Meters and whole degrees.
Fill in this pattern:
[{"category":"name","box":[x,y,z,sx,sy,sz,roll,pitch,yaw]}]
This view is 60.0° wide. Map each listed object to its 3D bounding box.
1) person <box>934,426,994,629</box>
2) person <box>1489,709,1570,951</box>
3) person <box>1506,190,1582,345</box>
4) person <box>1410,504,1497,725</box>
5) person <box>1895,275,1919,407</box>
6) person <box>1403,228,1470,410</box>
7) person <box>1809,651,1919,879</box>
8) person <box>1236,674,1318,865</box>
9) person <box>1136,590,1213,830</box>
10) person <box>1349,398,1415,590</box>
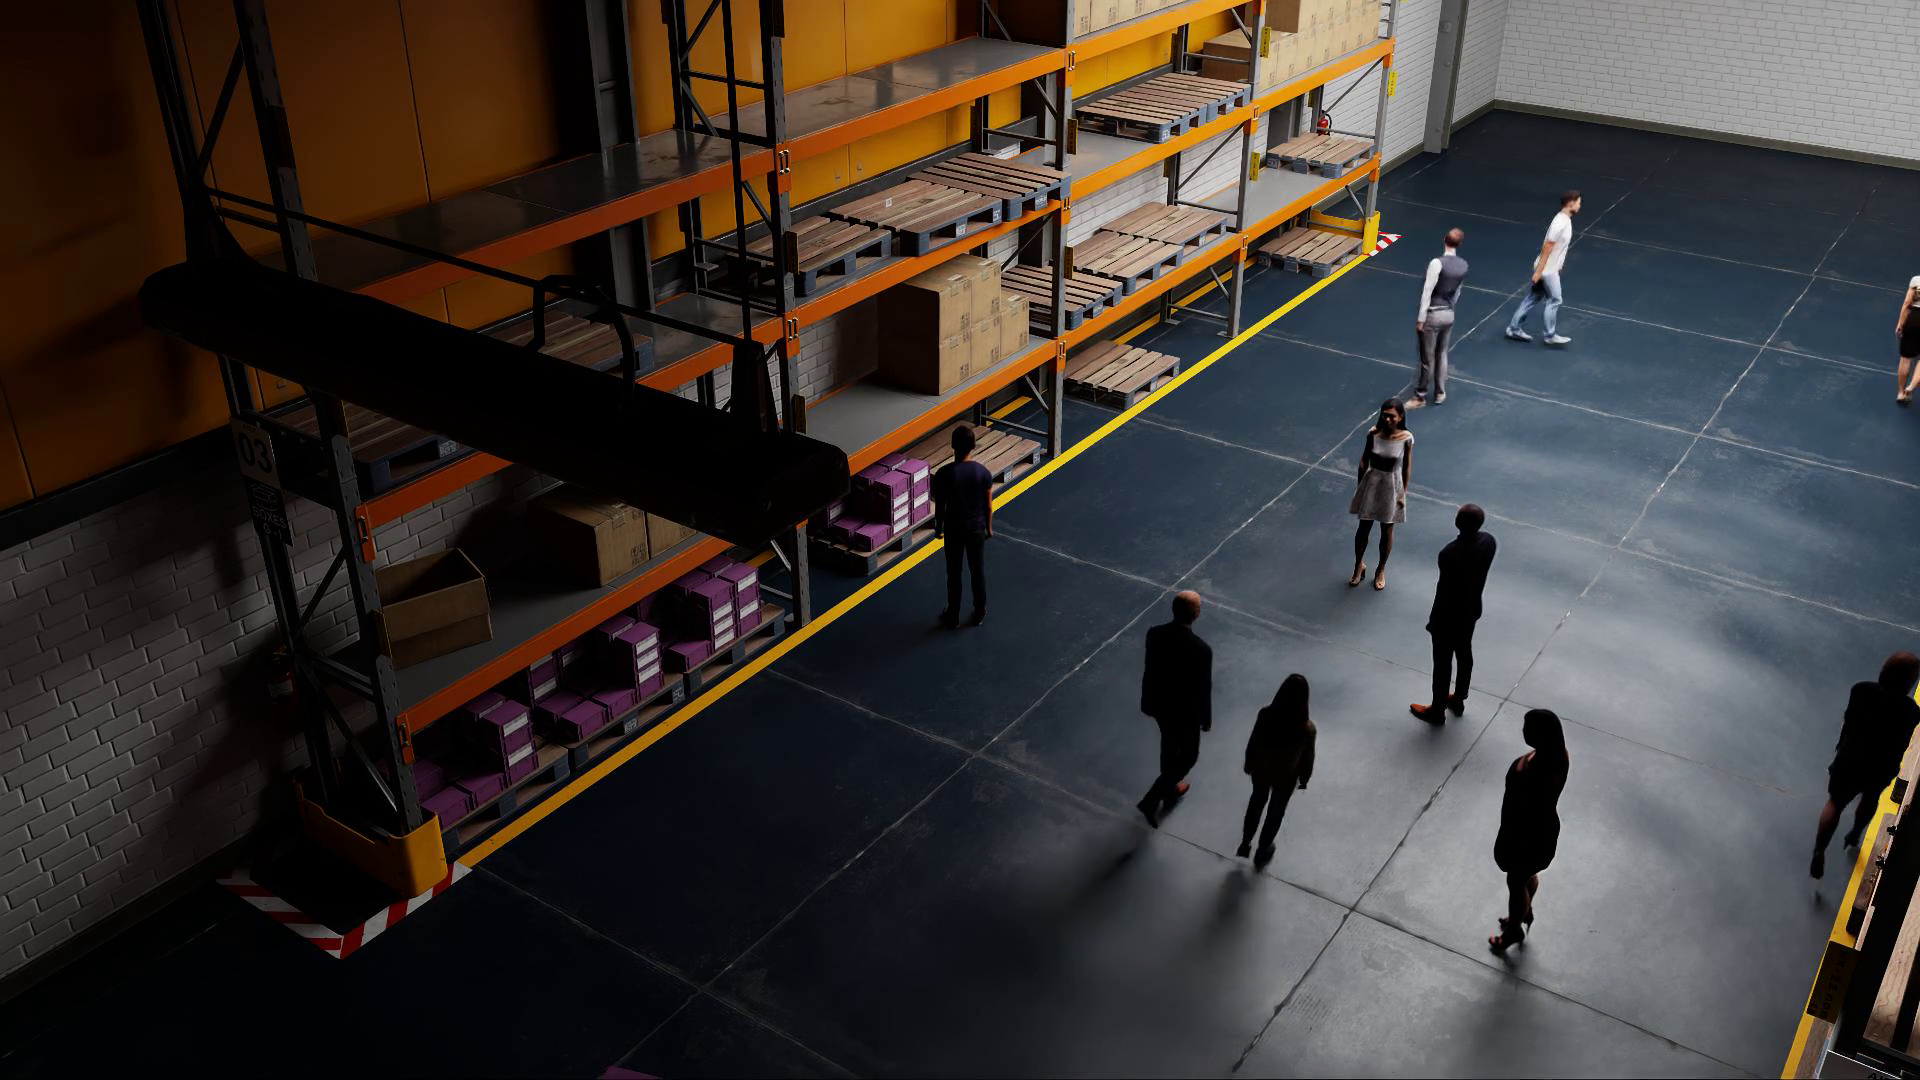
[{"category":"person","box":[0.035,-0.103,13.714,0.709,1.793,0.760,-4,29,-7]},{"category":"person","box":[3.546,1.803,10.308,0.734,1.708,0.561,14,32,24]},{"category":"person","box":[6.716,-3.144,19.264,0.896,1.817,0.987,13,31,23]},{"category":"person","box":[3.740,0.545,12.500,0.681,1.817,0.834,-17,33,-29]},{"category":"person","box":[10.190,-2.207,17.619,0.649,1.747,0.678,17,33,29]},{"category":"person","box":[5.060,-2.338,17.687,0.745,1.911,0.962,-22,36,-35]},{"category":"person","box":[5.899,1.497,10.905,0.679,1.674,1.068,23,36,36]},{"category":"person","box":[2.066,1.577,10.982,0.642,1.460,0.679,12,31,21]},{"category":"person","box":[1.437,1.190,11.354,0.746,1.782,0.999,22,36,35]},{"category":"person","box":[3.614,-0.392,14.264,0.713,1.774,0.714,10,30,18]}]
